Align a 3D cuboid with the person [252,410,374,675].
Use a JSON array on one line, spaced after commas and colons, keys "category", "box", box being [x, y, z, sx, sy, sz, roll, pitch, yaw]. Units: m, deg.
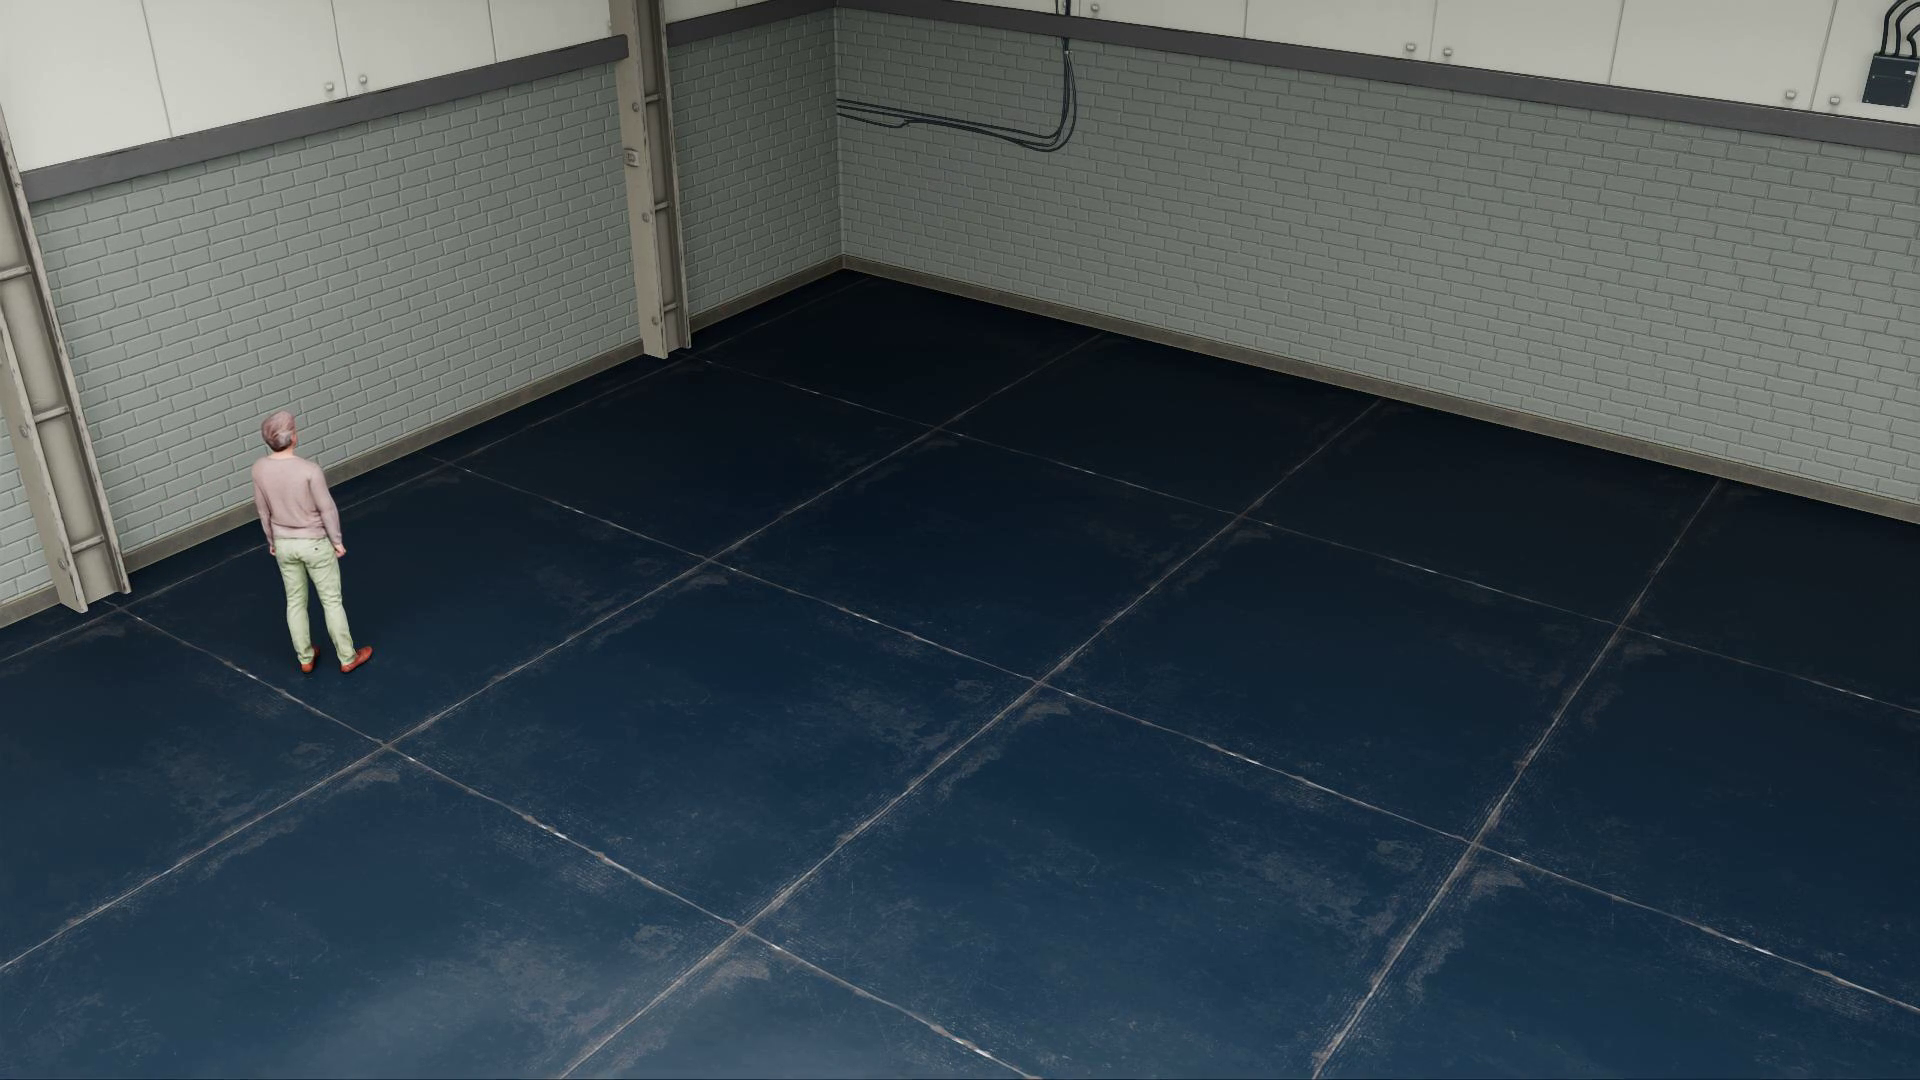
[{"category": "person", "box": [-4.315, 0.037, 10.937, 0.773, 1.875, 0.790, 1, 28, 2]}]
